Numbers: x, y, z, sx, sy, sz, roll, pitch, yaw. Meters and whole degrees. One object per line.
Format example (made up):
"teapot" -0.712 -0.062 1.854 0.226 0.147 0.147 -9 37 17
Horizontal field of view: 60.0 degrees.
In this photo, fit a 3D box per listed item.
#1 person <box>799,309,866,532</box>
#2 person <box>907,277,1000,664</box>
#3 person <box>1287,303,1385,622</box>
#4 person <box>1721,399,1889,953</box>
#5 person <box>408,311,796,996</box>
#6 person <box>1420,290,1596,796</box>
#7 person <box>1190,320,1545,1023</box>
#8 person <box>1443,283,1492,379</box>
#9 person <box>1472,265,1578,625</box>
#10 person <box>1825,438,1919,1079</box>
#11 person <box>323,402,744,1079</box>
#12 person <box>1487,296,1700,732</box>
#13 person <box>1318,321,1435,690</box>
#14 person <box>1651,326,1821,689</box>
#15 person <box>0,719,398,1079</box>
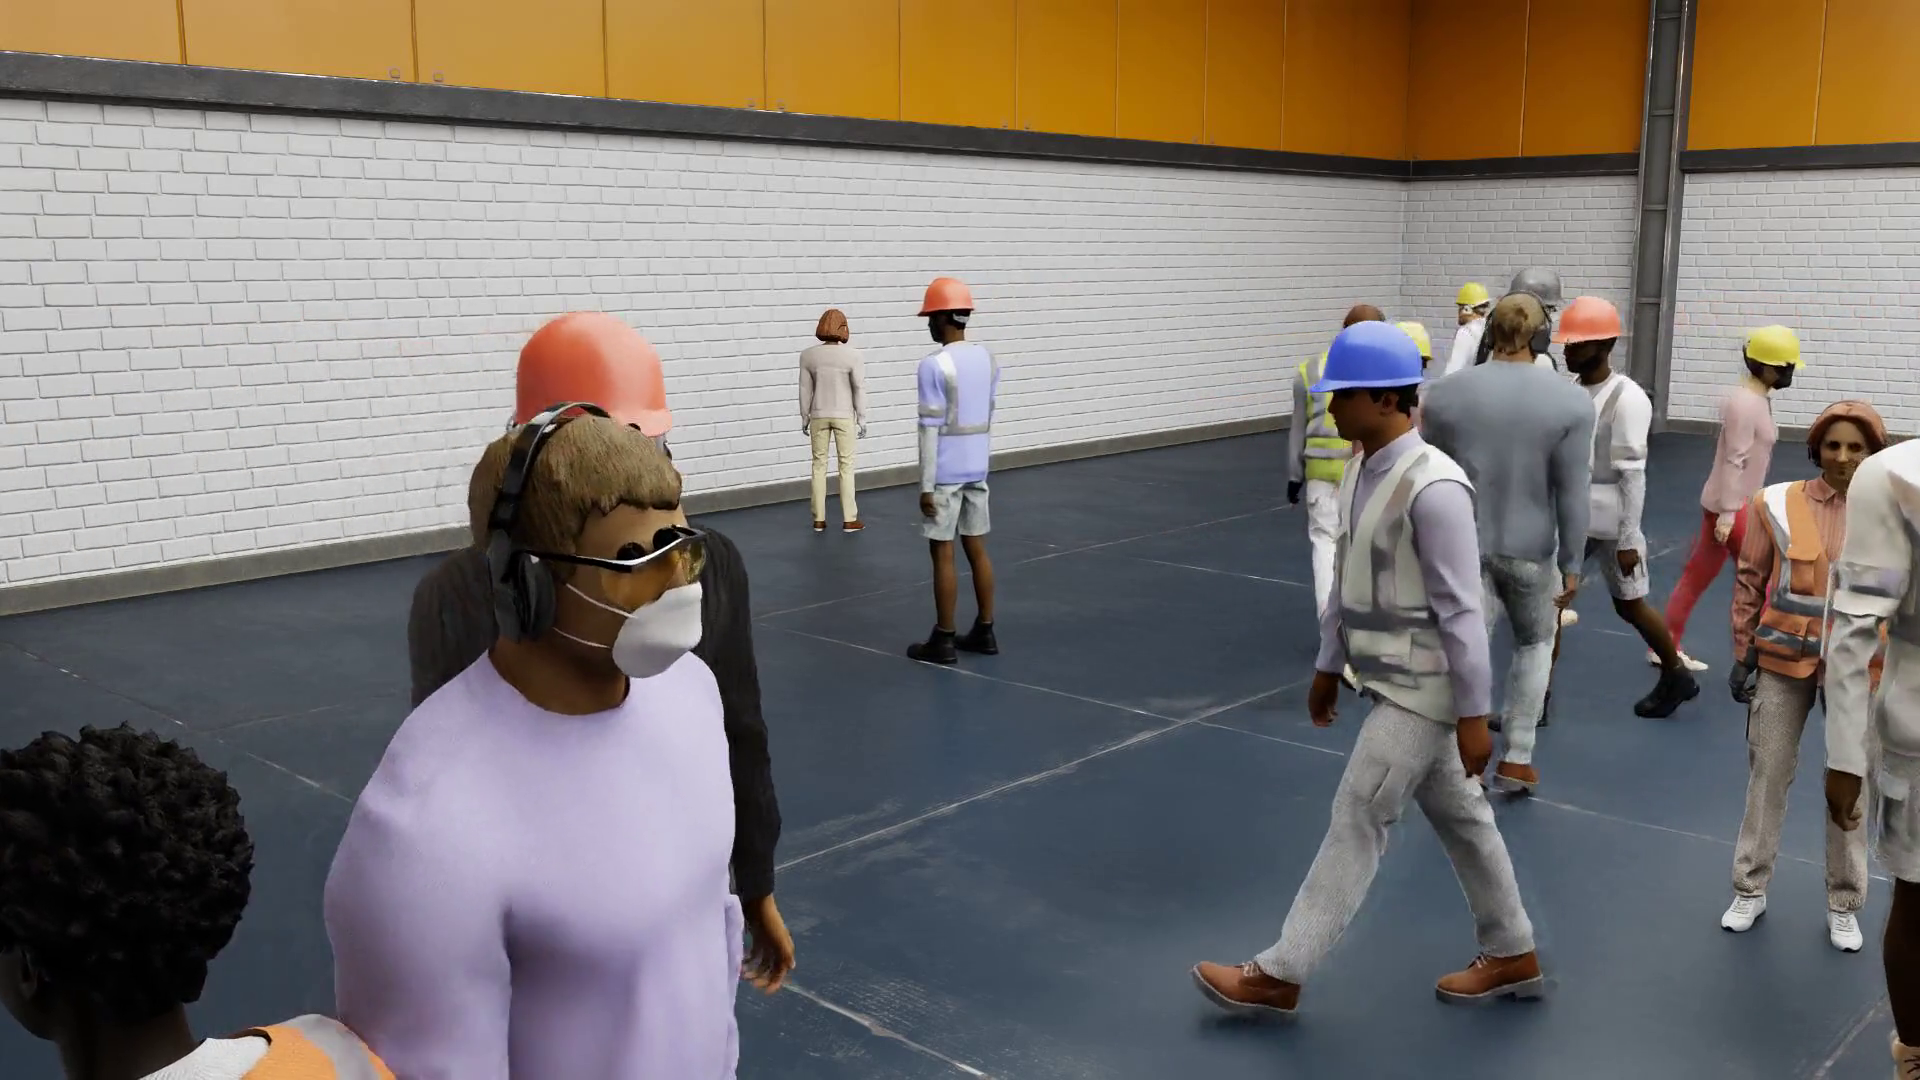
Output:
"person" -0.930 -0.873 12.207 0.507 1.632 0.268 2 10 13
"person" -0.049 -0.344 8.355 0.372 1.930 0.550 9 13 42
"person" 2.007 -0.321 8.631 0.633 1.801 0.871 3 10 17
"person" 2.570 0.398 4.965 0.512 1.637 0.307 6 11 29
"person" -0.588 0.610 2.768 0.631 1.984 0.578 -10 14 -44
"person" 2.007 0.042 6.189 0.648 1.914 0.588 5 11 27
"person" 1.155 0.367 4.434 1.019 1.883 0.622 -1 10 -3
"person" 4.095 -1.189 13.571 0.935 1.779 0.596 7 12 37
"person" 2.923 -0.525 9.070 0.938 2.000 0.684 0 10 -2
"person" 2.201 0.454 3.547 0.648 2.017 0.780 3 11 19
"person" -0.463 0.792 1.903 0.558 1.920 0.630 3 10 16
"person" 2.814 -0.103 7.144 0.984 1.893 0.548 -3 11 -19
"person" 1.920 -0.131 7.686 0.543 1.746 0.528 -4 11 -24
"person" 3.738 -0.149 7.854 0.863 1.703 0.596 6 12 31
"person" -0.673 0.990 1.451 0.319 1.690 0.531 3 11 19
